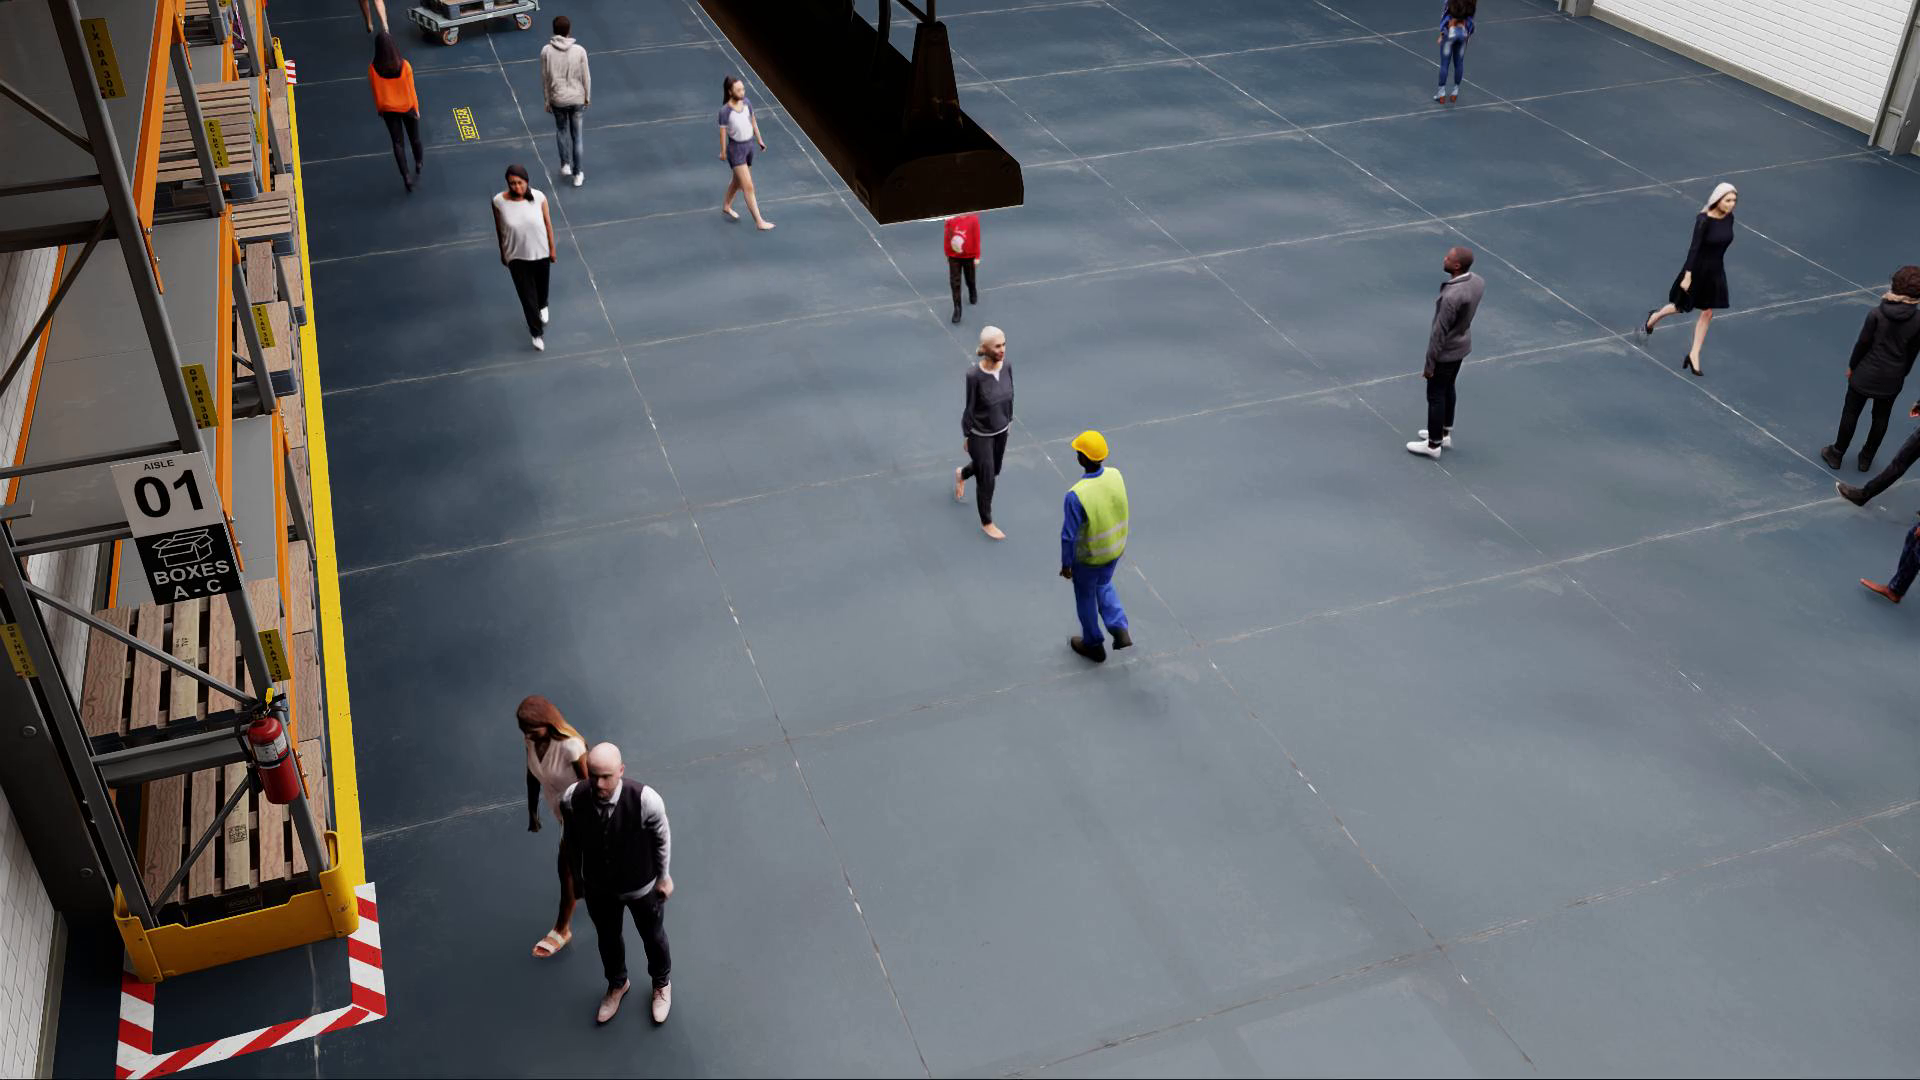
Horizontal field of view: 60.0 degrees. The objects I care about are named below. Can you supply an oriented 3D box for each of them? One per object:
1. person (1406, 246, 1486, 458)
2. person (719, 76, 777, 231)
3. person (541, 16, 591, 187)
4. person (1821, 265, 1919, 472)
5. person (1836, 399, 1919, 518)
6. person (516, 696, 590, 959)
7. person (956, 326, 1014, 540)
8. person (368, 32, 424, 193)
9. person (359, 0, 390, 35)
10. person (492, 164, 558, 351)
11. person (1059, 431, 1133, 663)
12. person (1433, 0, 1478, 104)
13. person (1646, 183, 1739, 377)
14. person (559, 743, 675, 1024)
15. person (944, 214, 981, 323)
[{"bbox_3d":[3.991,-1.537,13.545,0.772,1.815,0.788,25,41,33],"label":"person"},{"bbox_3d":[-2.389,-4.095,17.582,1.117,1.605,0.988,20,38,27],"label":"person"},{"bbox_3d":[-4.369,-4.850,18.514,0.757,1.831,0.794,-6,34,-10],"label":"person"},{"bbox_3d":[7.363,-1.357,13.303,0.737,1.781,0.775,8,35,12],"label":"person"},{"bbox_3d":[7.533,-0.868,12.619,1.197,1.724,1.093,26,41,33],"label":"person"},{"bbox_3d":[-2.078,1.442,9.213,0.988,1.649,0.964,21,39,29],"label":"person"},{"bbox_3d":[0.149,-0.878,12.656,0.811,1.700,1.044,-23,40,-30],"label":"person"},{"bbox_3d":[-6.205,-4.700,18.390,0.690,1.718,1.021,-8,34,-12],"label":"person"},{"bbox_3d":[-8.152,-7.731,22.906,0.726,1.767,1.149,-15,37,-21],"label":"person"},{"bbox_3d":[-3.992,-2.681,15.414,0.641,1.651,1.050,-11,35,-16],"label":"person"},{"bbox_3d":[0.950,0.110,11.080,0.792,1.800,0.843,-19,38,-27],"label":"person"},{"bbox_3d":[6.230,-6.333,20.937,0.656,1.618,0.632,-2,34,-4],"label":"person"},{"bbox_3d":[6.568,-2.378,14.900,0.594,1.715,1.043,-13,36,-18],"label":"person"},{"bbox_3d":[-1.735,1.761,8.575,0.771,1.823,0.729,1,34,2],"label":"person"},{"bbox_3d":[0.027,-2.732,15.832,0.683,1.273,0.820,4,34,6],"label":"person"}]
